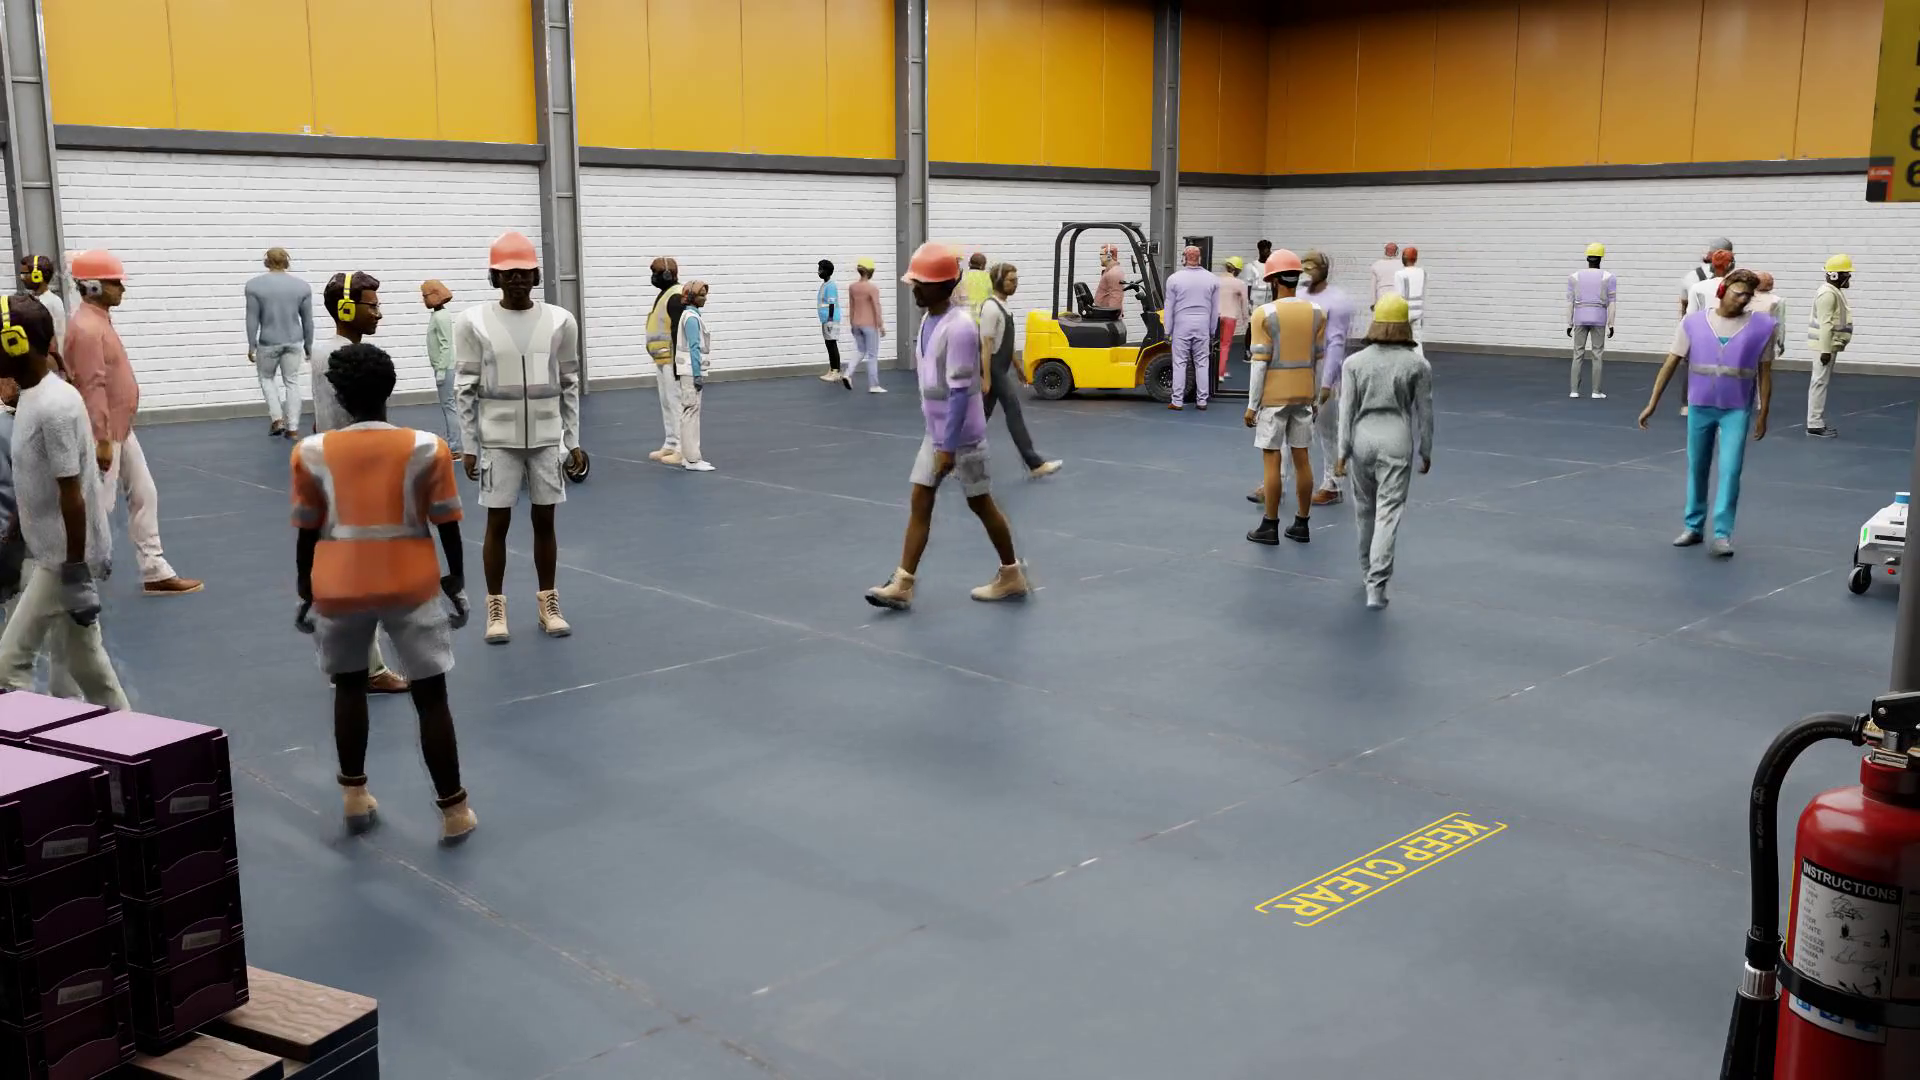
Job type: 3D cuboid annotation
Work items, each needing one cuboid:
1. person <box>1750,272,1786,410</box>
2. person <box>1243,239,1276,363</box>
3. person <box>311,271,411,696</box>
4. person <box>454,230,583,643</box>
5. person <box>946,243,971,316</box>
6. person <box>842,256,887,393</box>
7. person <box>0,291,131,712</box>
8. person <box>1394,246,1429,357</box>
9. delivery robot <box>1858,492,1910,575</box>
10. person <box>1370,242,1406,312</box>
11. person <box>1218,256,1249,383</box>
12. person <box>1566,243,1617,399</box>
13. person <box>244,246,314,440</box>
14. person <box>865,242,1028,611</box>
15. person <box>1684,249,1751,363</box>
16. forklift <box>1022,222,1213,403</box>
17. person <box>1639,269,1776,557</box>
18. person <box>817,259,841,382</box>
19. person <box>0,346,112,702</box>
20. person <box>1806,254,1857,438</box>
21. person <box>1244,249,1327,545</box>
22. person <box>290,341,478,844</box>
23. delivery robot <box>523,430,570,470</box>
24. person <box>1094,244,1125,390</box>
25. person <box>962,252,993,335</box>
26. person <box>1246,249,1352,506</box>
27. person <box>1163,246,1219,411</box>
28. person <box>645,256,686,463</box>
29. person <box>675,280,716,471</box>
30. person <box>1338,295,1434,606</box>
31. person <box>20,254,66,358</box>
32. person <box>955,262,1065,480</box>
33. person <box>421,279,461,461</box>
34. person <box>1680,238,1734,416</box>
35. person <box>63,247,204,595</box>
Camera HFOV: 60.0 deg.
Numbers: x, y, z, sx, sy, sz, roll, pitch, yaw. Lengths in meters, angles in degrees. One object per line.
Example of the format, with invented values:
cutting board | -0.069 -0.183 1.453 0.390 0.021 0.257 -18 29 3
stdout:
person | 9.163 -2.269 19.101 0.551 1.611 0.675 6 12 32
person | 4.789 -3.795 26.480 0.608 1.956 0.399 -4 11 -23
person | -2.667 -0.245 7.363 0.334 1.865 0.517 -10 14 -42
person | -2.179 -0.506 8.299 0.609 2.043 0.397 -5 11 -25
person | -0.098 -2.534 19.679 0.585 1.924 0.375 8 13 38
person | -1.197 -2.738 21.249 0.543 1.758 0.525 10 15 44
person | -3.139 0.096 5.597 0.704 1.835 0.490 -5 11 -24
person | 6.103 -3.050 22.611 0.583 1.883 0.337 -5 11 -25
delivery robot | 5.380 -0.029 9.503 0.477 0.478 0.707 7 13 35
person | 6.997 -3.881 27.073 0.636 1.909 0.406 4 11 20
person | 3.691 -3.032 22.927 0.538 1.723 0.725 7 12 33
person | 7.811 -2.705 20.607 0.588 1.927 0.365 6 12 29
person | -6.742 -1.948 16.499 0.652 1.914 0.486 -7 13 -34
person | -0.046 -0.594 8.957 0.988 1.990 0.618 -5 12 -26
person | 7.400 -1.892 16.281 0.582 1.884 0.338 5 11 25
forklift | 1.935 -2.847 20.651 2.313 2.155 1.214 2 11 13
person | 4.720 -0.803 10.547 0.722 1.804 0.825 6 12 30
person | -1.825 -3.049 23.130 0.321 1.693 0.535 -3 11 -16
person | -3.442 0.067 6.285 0.282 1.634 0.498 4 11 19
person | 8.759 -1.953 16.758 0.404 1.833 0.591 6 12 29
person | 2.114 -0.929 10.916 0.543 1.930 0.372 -4 11 -20
person | -1.939 0.184 5.546 0.589 1.675 0.474 -3 11 -14
delivery robot | -3.414 -0.757 13.473 0.477 0.478 0.707 4 11 21
person | 1.954 -2.921 21.841 0.401 1.906 0.650 1 10 6
person | 0.177 -2.721 21.014 0.646 1.814 0.544 -3 11 -17
person | 2.520 -1.173 12.276 0.916 1.907 0.641 -6 12 -31
person | 2.662 -2.444 19.264 0.644 1.899 0.404 -1 10 -8
person | -2.588 -1.604 14.862 0.429 1.835 0.633 -5 11 -23
person | -2.298 -1.416 14.368 0.314 1.636 0.515 -2 11 -12
person | 2.372 -0.509 9.274 0.501 1.688 0.914 4 11 23
person | -7.268 -1.326 13.255 0.316 1.865 0.532 -5 11 -24
person | 0.388 -1.386 13.758 0.958 1.793 0.538 2 11 9
person | -4.649 -1.514 14.912 0.278 1.633 0.497 -4 11 -19
person | 8.474 -2.408 18.677 0.846 2.000 0.712 -10 14 -42
person | -4.765 -0.615 9.131 0.892 1.965 0.623 -4 11 -19
